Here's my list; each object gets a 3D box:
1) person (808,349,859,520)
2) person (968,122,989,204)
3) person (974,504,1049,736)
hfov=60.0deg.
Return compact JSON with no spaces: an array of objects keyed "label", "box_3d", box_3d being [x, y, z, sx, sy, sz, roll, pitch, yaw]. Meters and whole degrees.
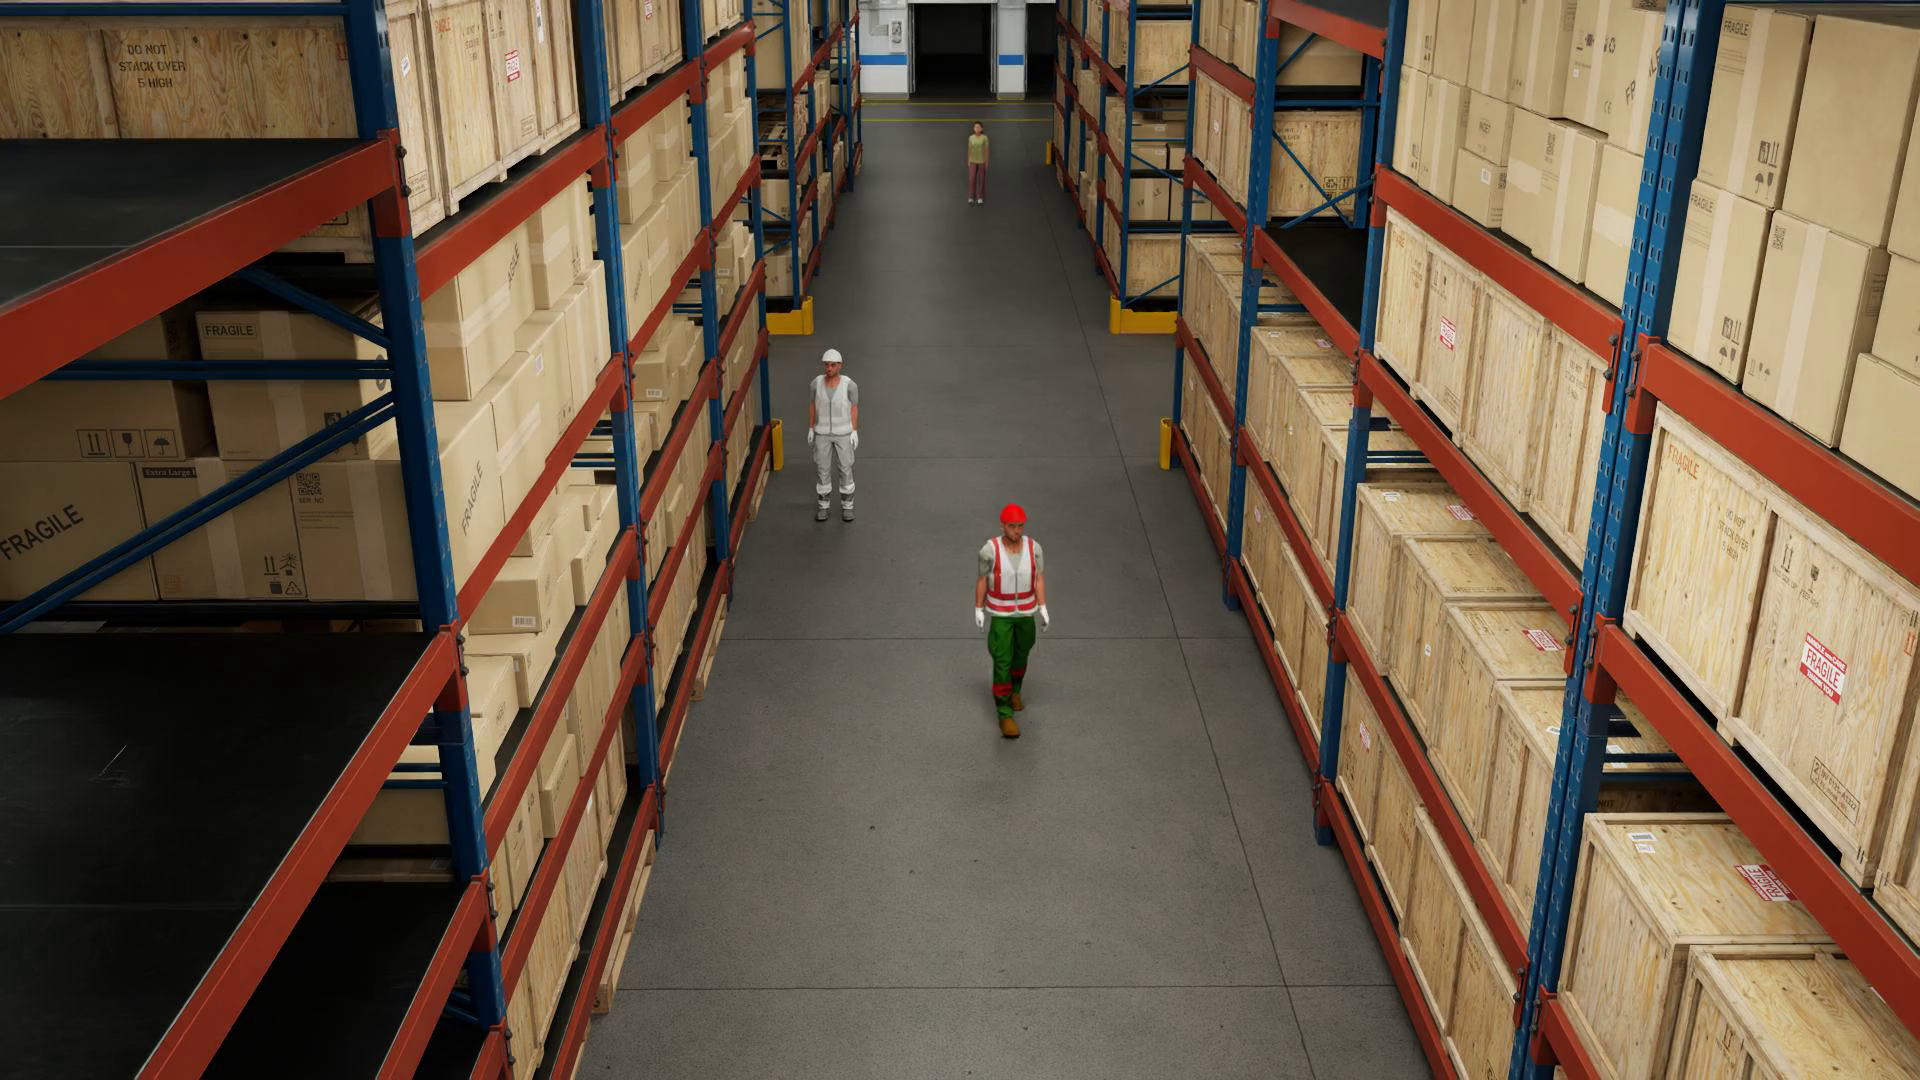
[{"label":"person","box_3d":[-1.322,-1.088,17.239,0.537,1.792,0.398,1,22,2]},{"label":"person","box_3d":[0.360,-7.762,34.315,0.436,1.664,0.743,3,22,6]},{"label":"person","box_3d":[0.425,0.591,12.987,0.575,1.788,0.751,-6,22,-14]}]
